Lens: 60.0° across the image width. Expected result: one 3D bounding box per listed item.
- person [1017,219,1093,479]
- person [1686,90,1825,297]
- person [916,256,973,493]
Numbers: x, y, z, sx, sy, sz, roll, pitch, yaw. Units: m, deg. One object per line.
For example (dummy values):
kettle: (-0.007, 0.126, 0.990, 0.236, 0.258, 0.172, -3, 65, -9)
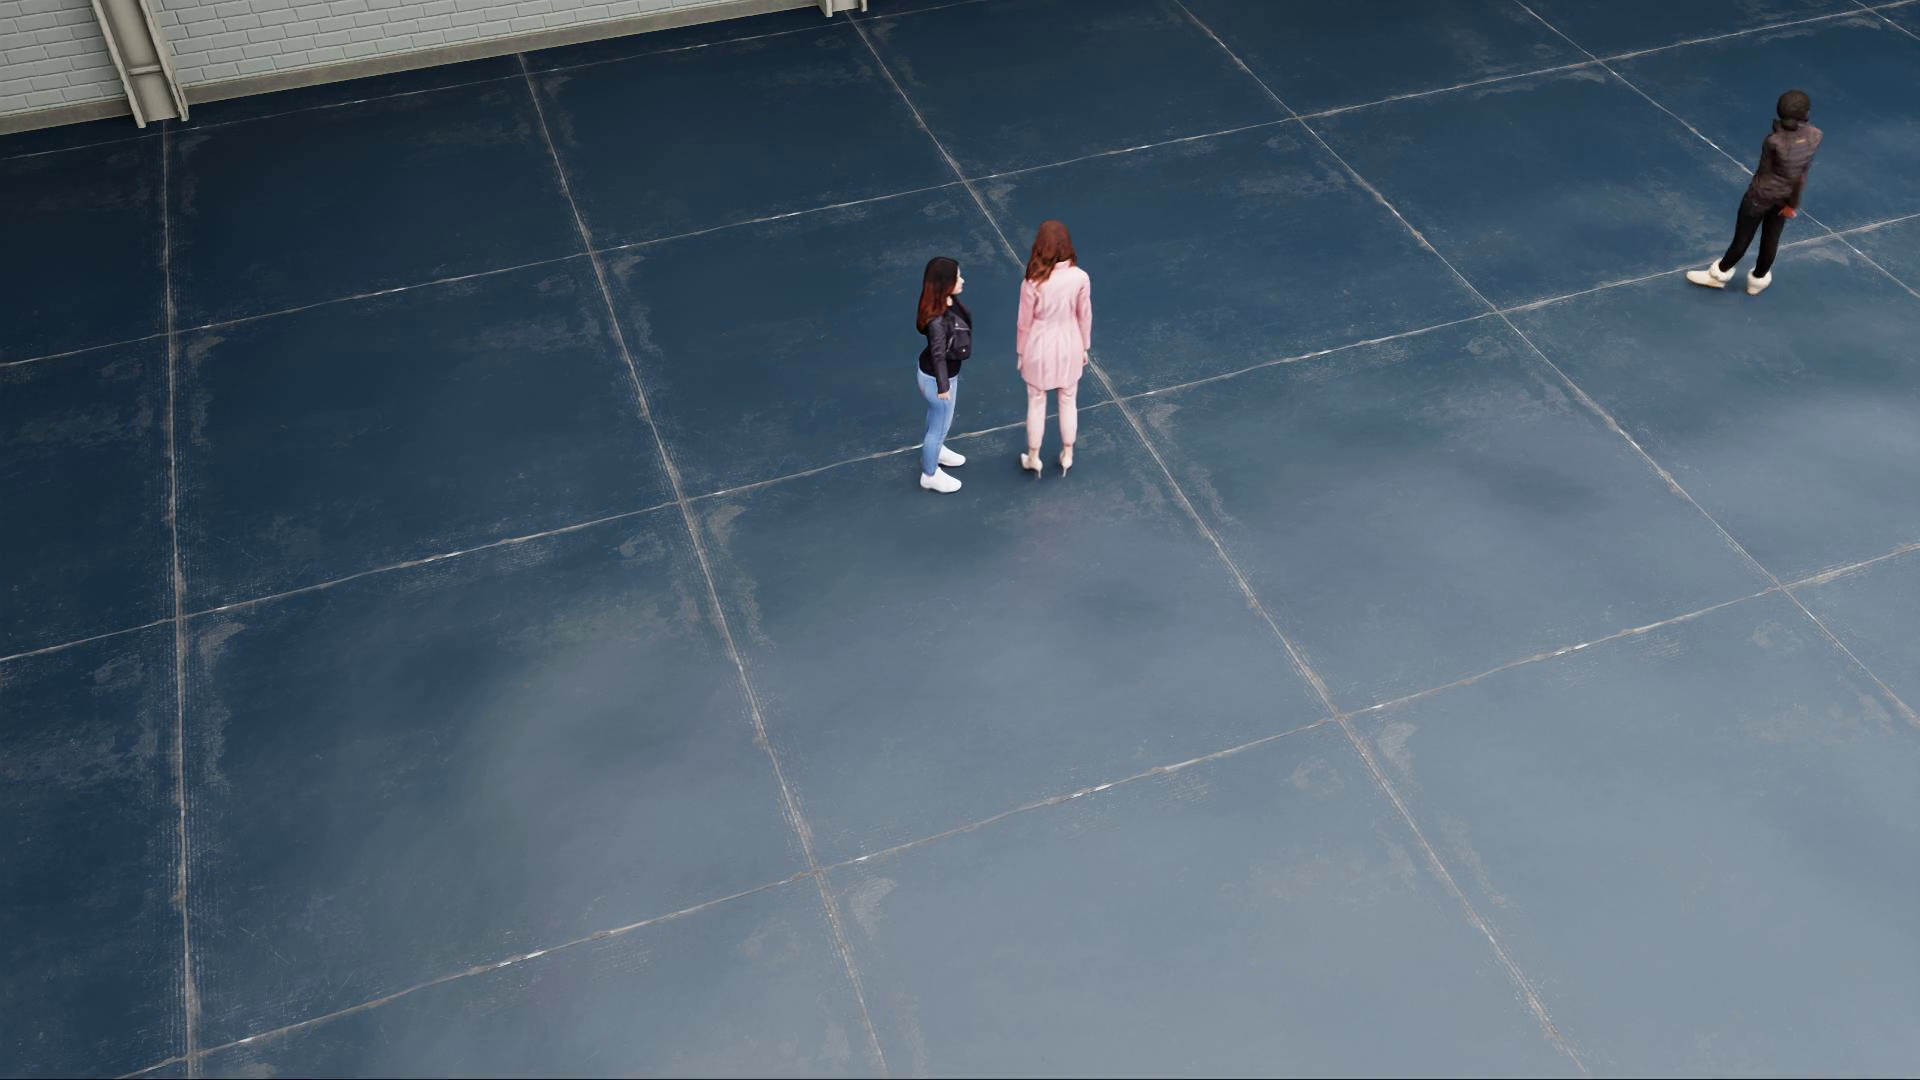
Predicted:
person: (0.561, -1.129, 10.106, 0.526, 1.798, 0.710, -6, 43, -6)
person: (5.653, -2.384, 11.568, 0.852, 1.638, 0.677, 28, 50, 26)
person: (-0.117, -1.024, 10.116, 0.678, 1.630, 0.695, 1, 43, 1)
